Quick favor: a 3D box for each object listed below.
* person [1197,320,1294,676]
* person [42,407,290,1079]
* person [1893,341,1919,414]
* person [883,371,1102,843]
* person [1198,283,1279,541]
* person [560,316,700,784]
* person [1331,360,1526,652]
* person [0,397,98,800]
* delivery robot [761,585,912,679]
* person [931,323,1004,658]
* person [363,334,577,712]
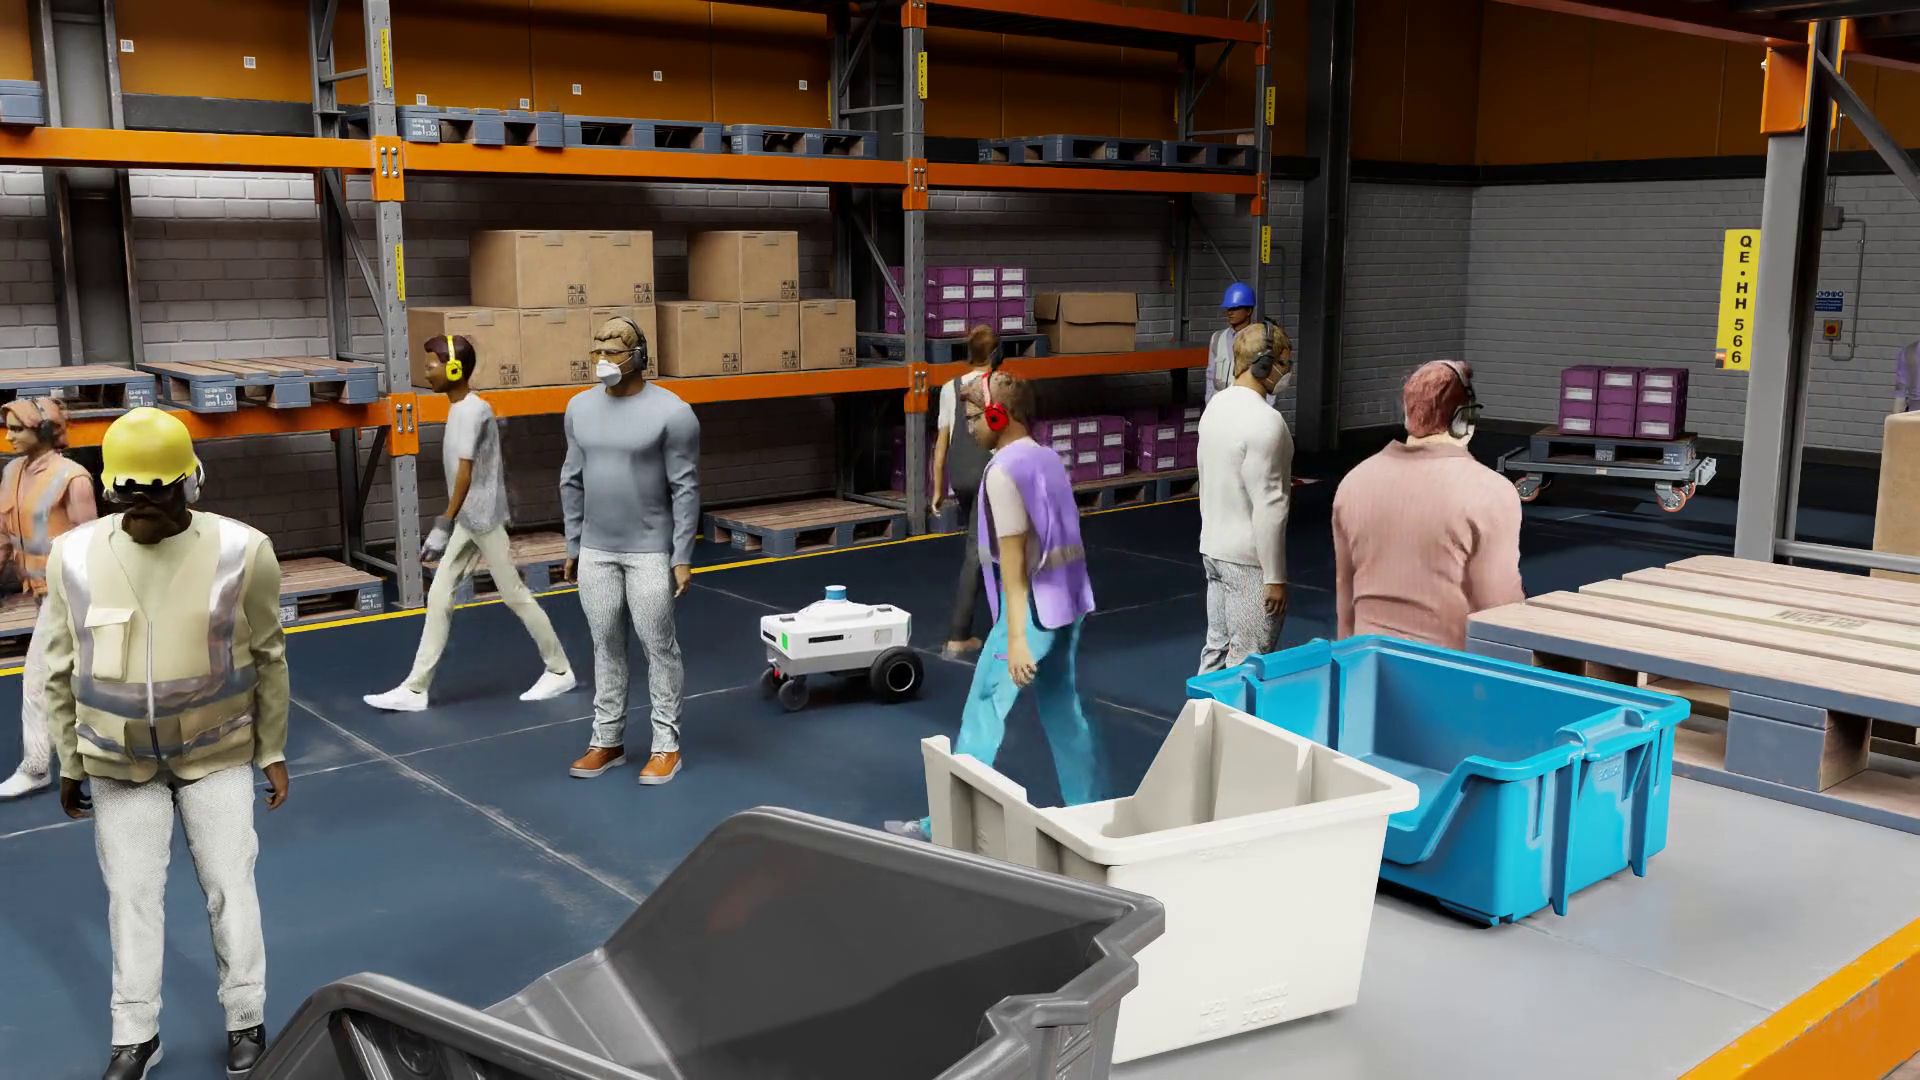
[{"bbox_3d":[1.147,0.097,6.647,0.372,1.934,0.627,-3,10,-14],"label":"person"},{"bbox_3d":[-2.081,0.556,4.391,0.589,1.822,0.403,-3,11,-15],"label":"person"},{"bbox_3d":[6.590,-0.706,11.185,0.381,1.918,0.585,-10,14,-43],"label":"person"},{"bbox_3d":[0.150,0.302,5.917,0.918,1.778,0.642,5,11,25],"label":"person"},{"bbox_3d":[2.065,-0.919,12.292,0.605,1.949,0.402,10,14,44],"label":"person"},{"bbox_3d":[-1.375,0.048,6.907,0.627,1.940,0.372,3,11,19],"label":"person"},{"bbox_3d":[1.411,0.406,5.020,0.454,1.892,0.672,-8,13,-36],"label":"person"},{"bbox_3d":[-3.790,0.232,6.789,0.517,1.611,0.728,7,12,36],"label":"person"},{"bbox_3d":[-0.609,0.467,8.160,0.707,0.478,0.477,-5,12,-26],"label":"delivery robot"},{"bbox_3d":[0.173,-0.298,9.244,0.537,1.788,0.987,7,12,35],"label":"person"},{"bbox_3d":[-2.338,-0.075,7.977,1.015,1.811,0.525,-6,12,-31],"label":"person"}]
